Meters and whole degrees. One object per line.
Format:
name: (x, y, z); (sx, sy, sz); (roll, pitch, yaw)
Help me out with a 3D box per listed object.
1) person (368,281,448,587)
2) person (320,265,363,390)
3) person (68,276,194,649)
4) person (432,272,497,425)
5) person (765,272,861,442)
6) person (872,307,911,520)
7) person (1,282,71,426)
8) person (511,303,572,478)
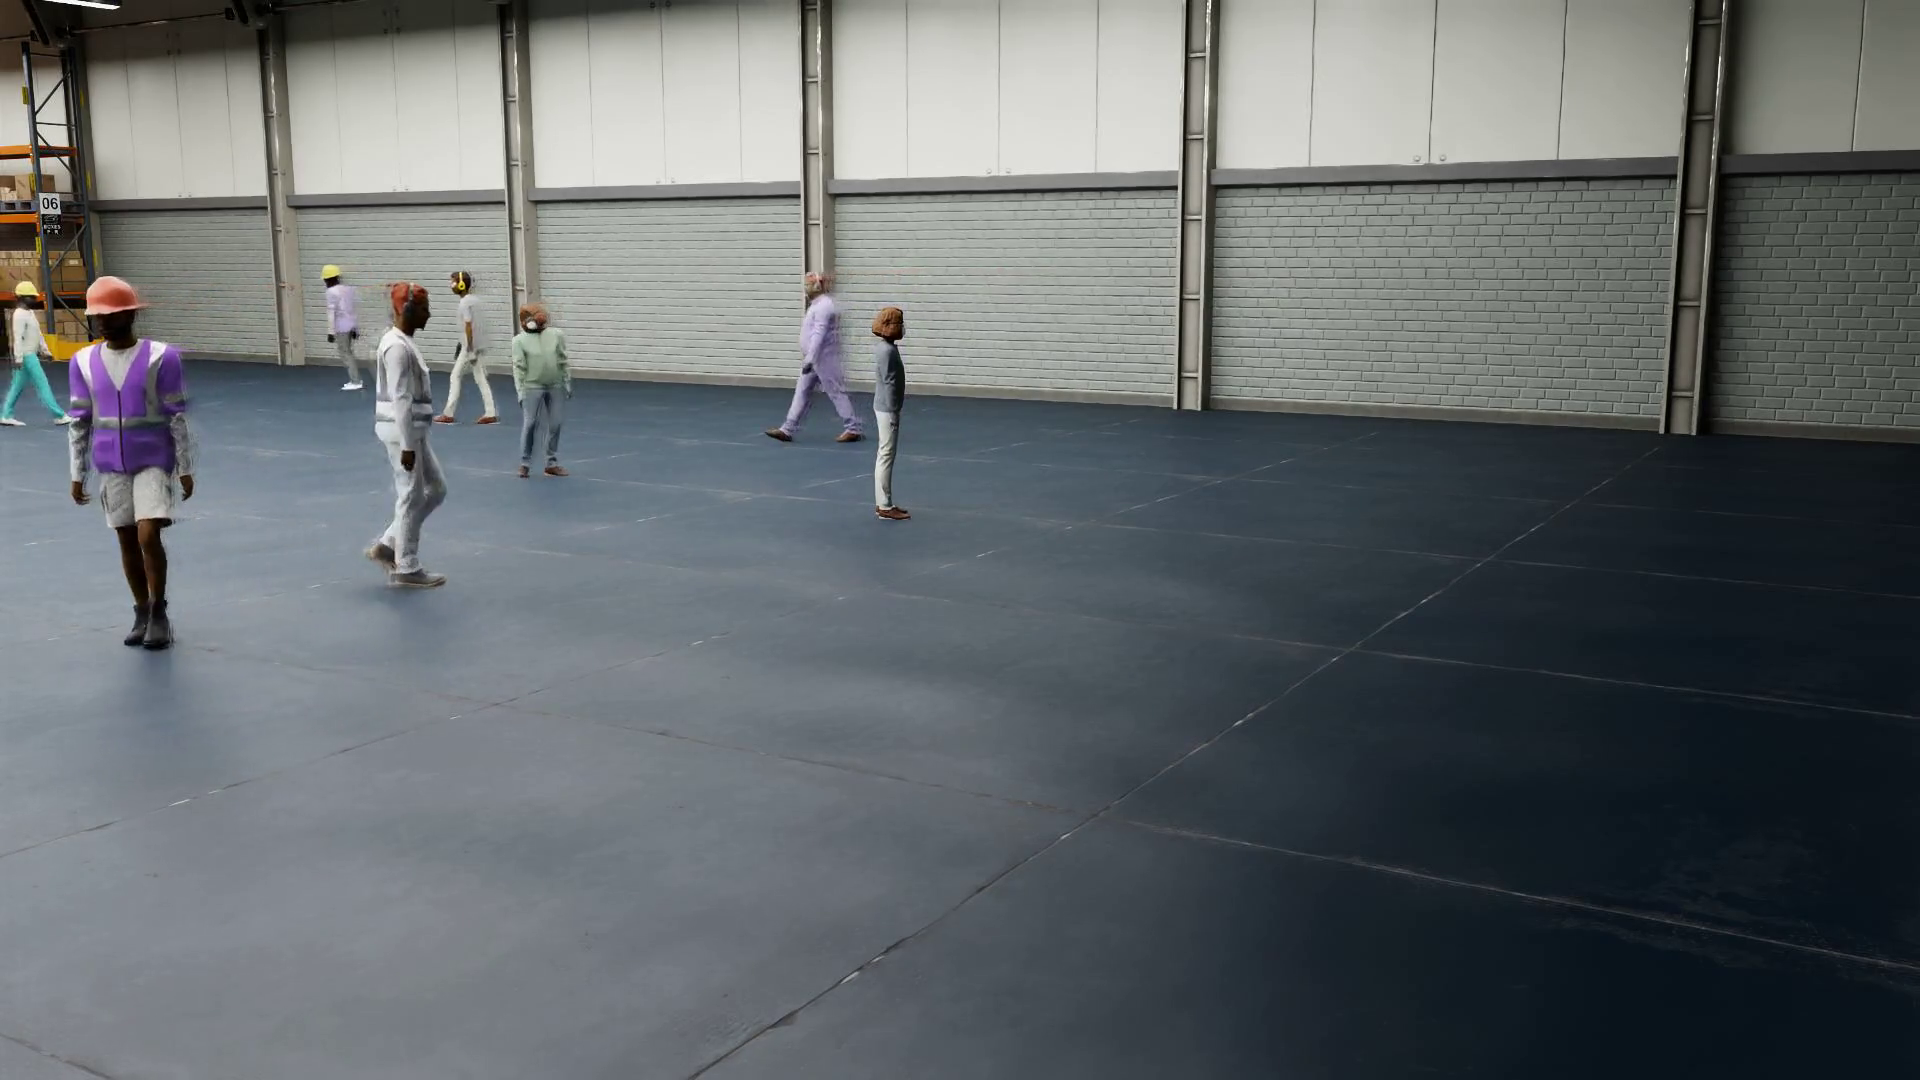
person: (-3.340, -0.632, 10.136); (0.416, 1.870, 0.606); (-2, 10, -13)
person: (-9.341, -3.201, 25.128); (0.567, 1.894, 0.605); (1, 10, 5)
person: (-4.271, -0.378, 8.514); (0.567, 1.914, 0.591); (-1, 10, -5)
person: (-6.008, -2.291, 19.980); (0.880, 1.833, 0.508); (0, 10, 2)
person: (-1.564, -1.965, 18.002); (1.040, 1.849, 0.649); (-3, 10, -16)
person: (-0.533, -0.977, 12.852); (0.284, 1.633, 0.500); (-1, 10, -6)
person: (-11.034, -2.203, 19.787); (0.912, 1.719, 0.526); (-3, 10, -18)
person: (-3.832, -1.356, 15.189); (0.576, 1.606, 0.353); (-7, 12, -35)
